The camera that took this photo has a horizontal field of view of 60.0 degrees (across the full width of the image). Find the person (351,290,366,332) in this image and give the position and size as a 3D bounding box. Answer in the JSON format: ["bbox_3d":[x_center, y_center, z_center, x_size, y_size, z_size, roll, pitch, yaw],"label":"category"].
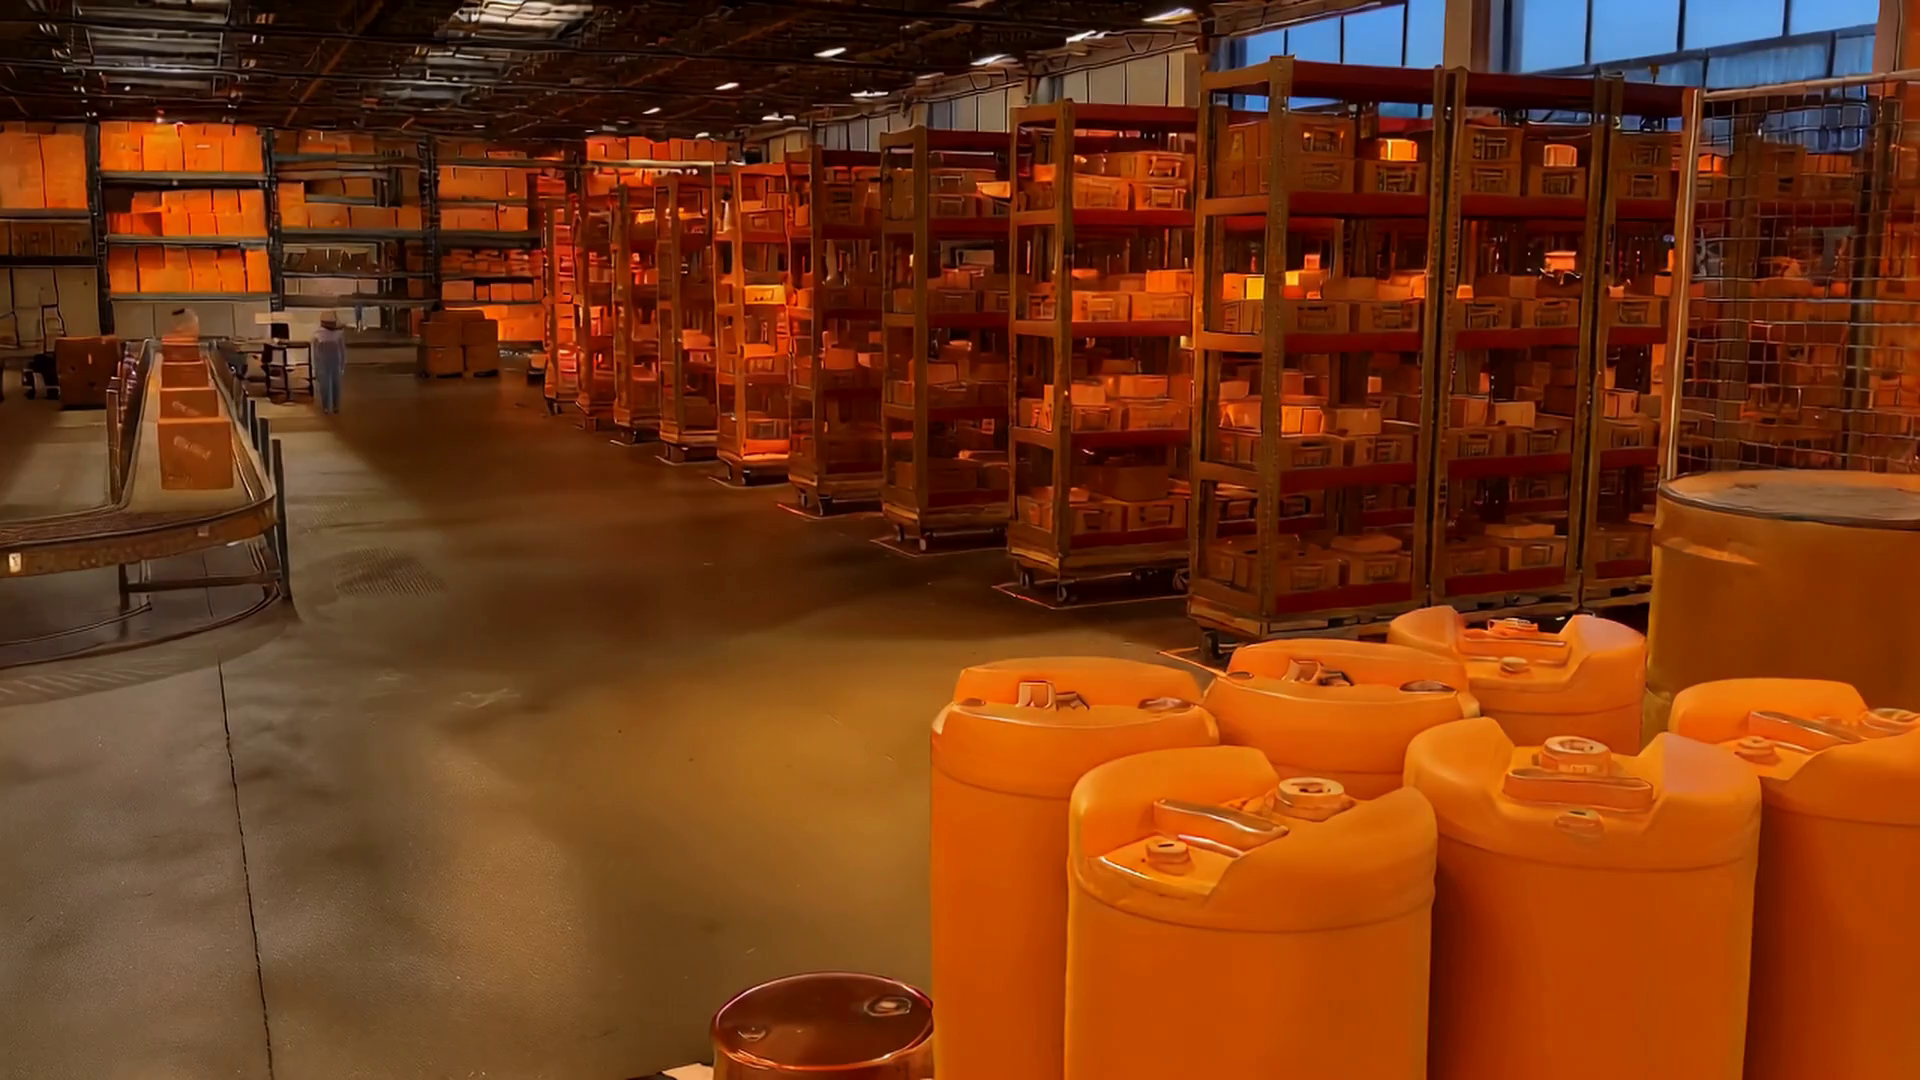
[{"bbox_3d":[-19.686,-7.292,54.576,0.598,1.829,0.643,-3,10,-21],"label":"person"}]

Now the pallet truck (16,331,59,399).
[{"bbox_3d":[-17.082,-3.353,31.781,1.630,1.274,0.653,-4,10,-25],"label":"pallet truck"}]

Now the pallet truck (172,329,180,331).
[{"bbox_3d":[-17.275,-3.851,35.096,1.601,1.201,0.680,0,9,1],"label":"pallet truck"}]

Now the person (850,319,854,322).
[{"bbox_3d":[-3.450,-6.990,52.986,0.575,1.734,0.593,-6,11,-34],"label":"person"}]

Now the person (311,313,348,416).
[{"bbox_3d":[-10.549,-2.928,27.830,0.565,1.721,0.895,-4,10,-24],"label":"person"}]

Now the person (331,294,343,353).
[{"bbox_3d":[-18.489,-6.425,49.389,0.300,1.772,0.532,-5,10,-27],"label":"person"}]

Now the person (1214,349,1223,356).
[{"bbox_3d":[3.823,-2.641,25.775,0.673,1.809,0.615,-6,11,-31],"label":"person"}]

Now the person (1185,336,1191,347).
[{"bbox_3d":[3.379,-2.427,23.937,0.636,1.973,0.513,-9,13,-43],"label":"person"}]
